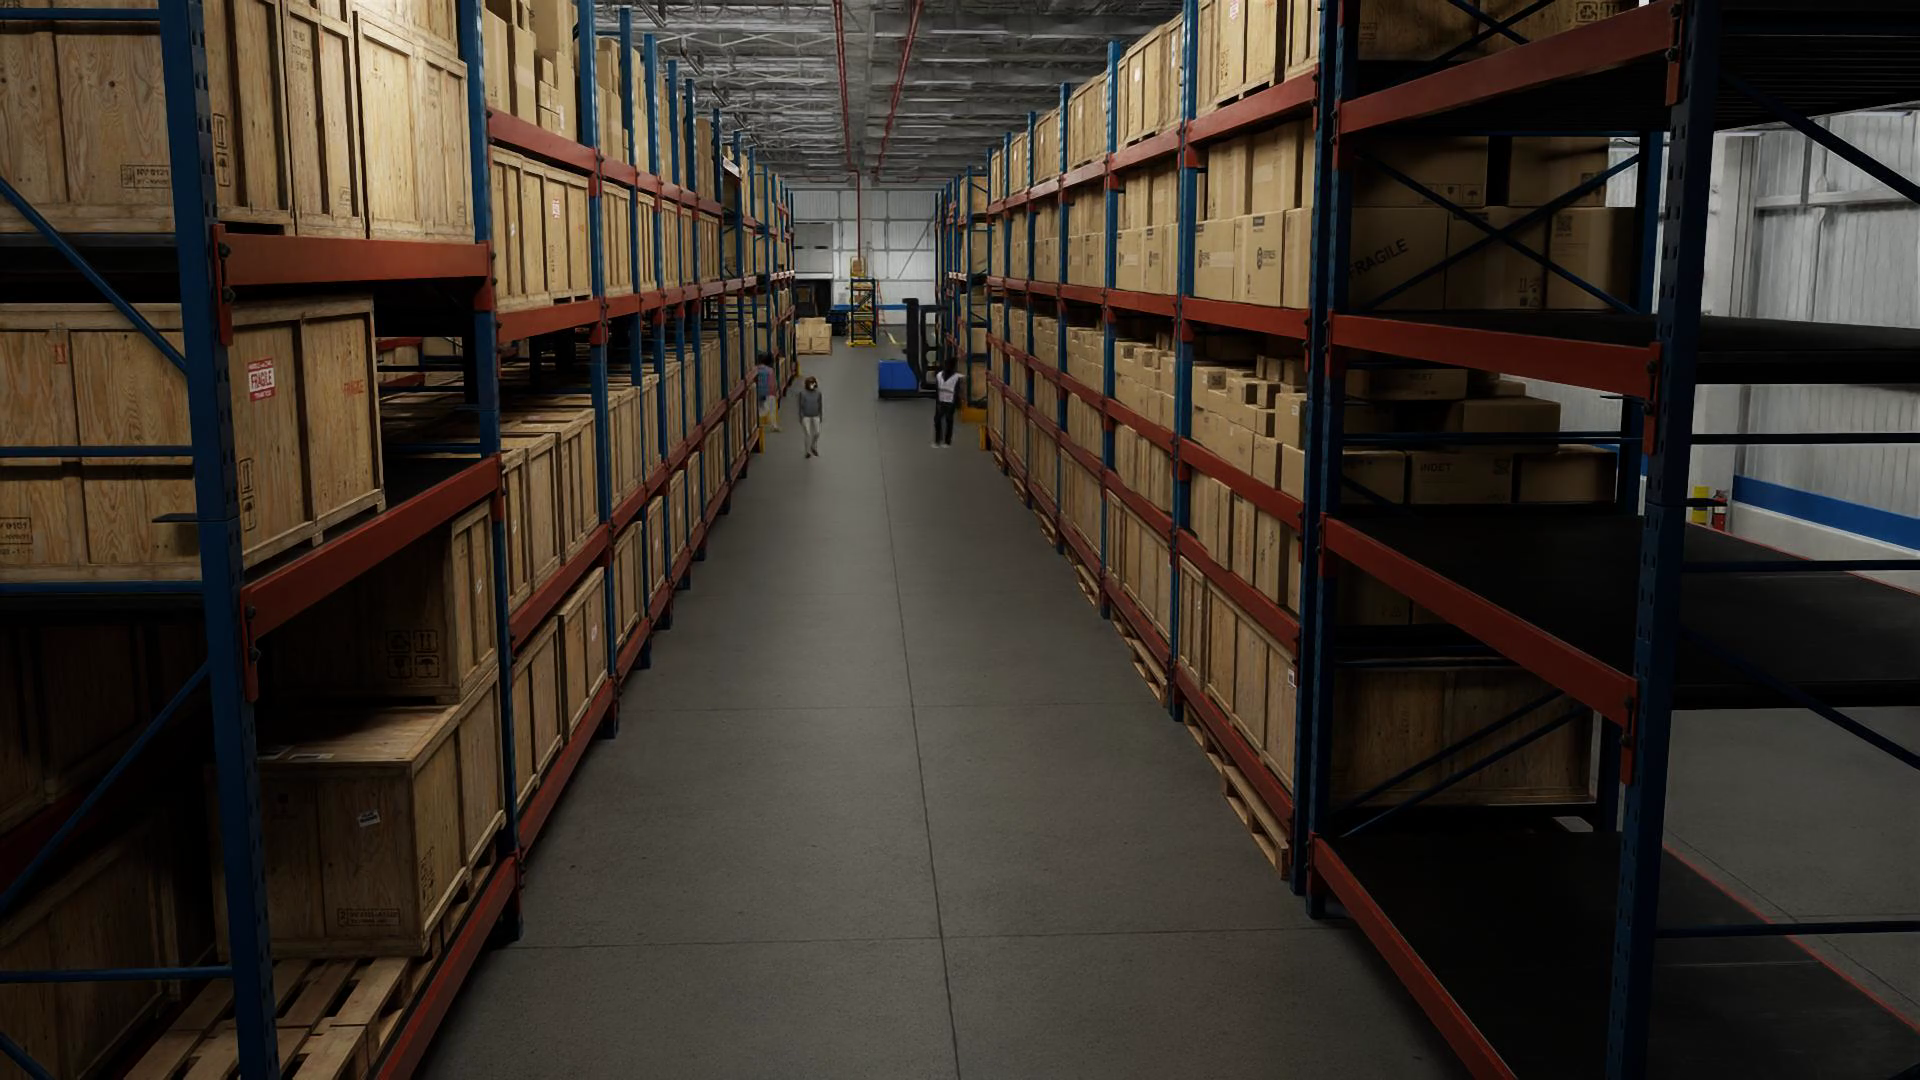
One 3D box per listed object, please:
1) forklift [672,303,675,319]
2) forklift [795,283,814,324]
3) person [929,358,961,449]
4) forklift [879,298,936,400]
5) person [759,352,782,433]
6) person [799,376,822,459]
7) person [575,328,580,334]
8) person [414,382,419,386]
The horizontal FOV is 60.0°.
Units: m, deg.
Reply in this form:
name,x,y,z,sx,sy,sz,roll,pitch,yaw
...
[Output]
name,x,y,z,sx,sy,sz,roll,pitch,yaw
forklift,-10.294,-7.323,58.210,1.129,2.768,1.873,4,10,22
forklift,-7.394,-10.748,78.671,1.129,2.768,1.873,-1,10,-4
person,-0.308,-2.785,34.059,0.627,1.885,0.732,5,11,30
forklift,-1.341,-5.354,46.451,1.873,2.768,1.129,-1,10,-3
person,-4.374,-3.293,37.290,0.648,1.824,0.632,1,10,4
person,-2.917,-2.391,32.530,0.509,1.621,0.388,-4,10,-24
person,-10.677,-4.894,46.198,0.616,2.041,0.379,-5,11,-30
person,-12.351,-3.320,38.017,0.375,1.623,0.544,-2,10,-12
